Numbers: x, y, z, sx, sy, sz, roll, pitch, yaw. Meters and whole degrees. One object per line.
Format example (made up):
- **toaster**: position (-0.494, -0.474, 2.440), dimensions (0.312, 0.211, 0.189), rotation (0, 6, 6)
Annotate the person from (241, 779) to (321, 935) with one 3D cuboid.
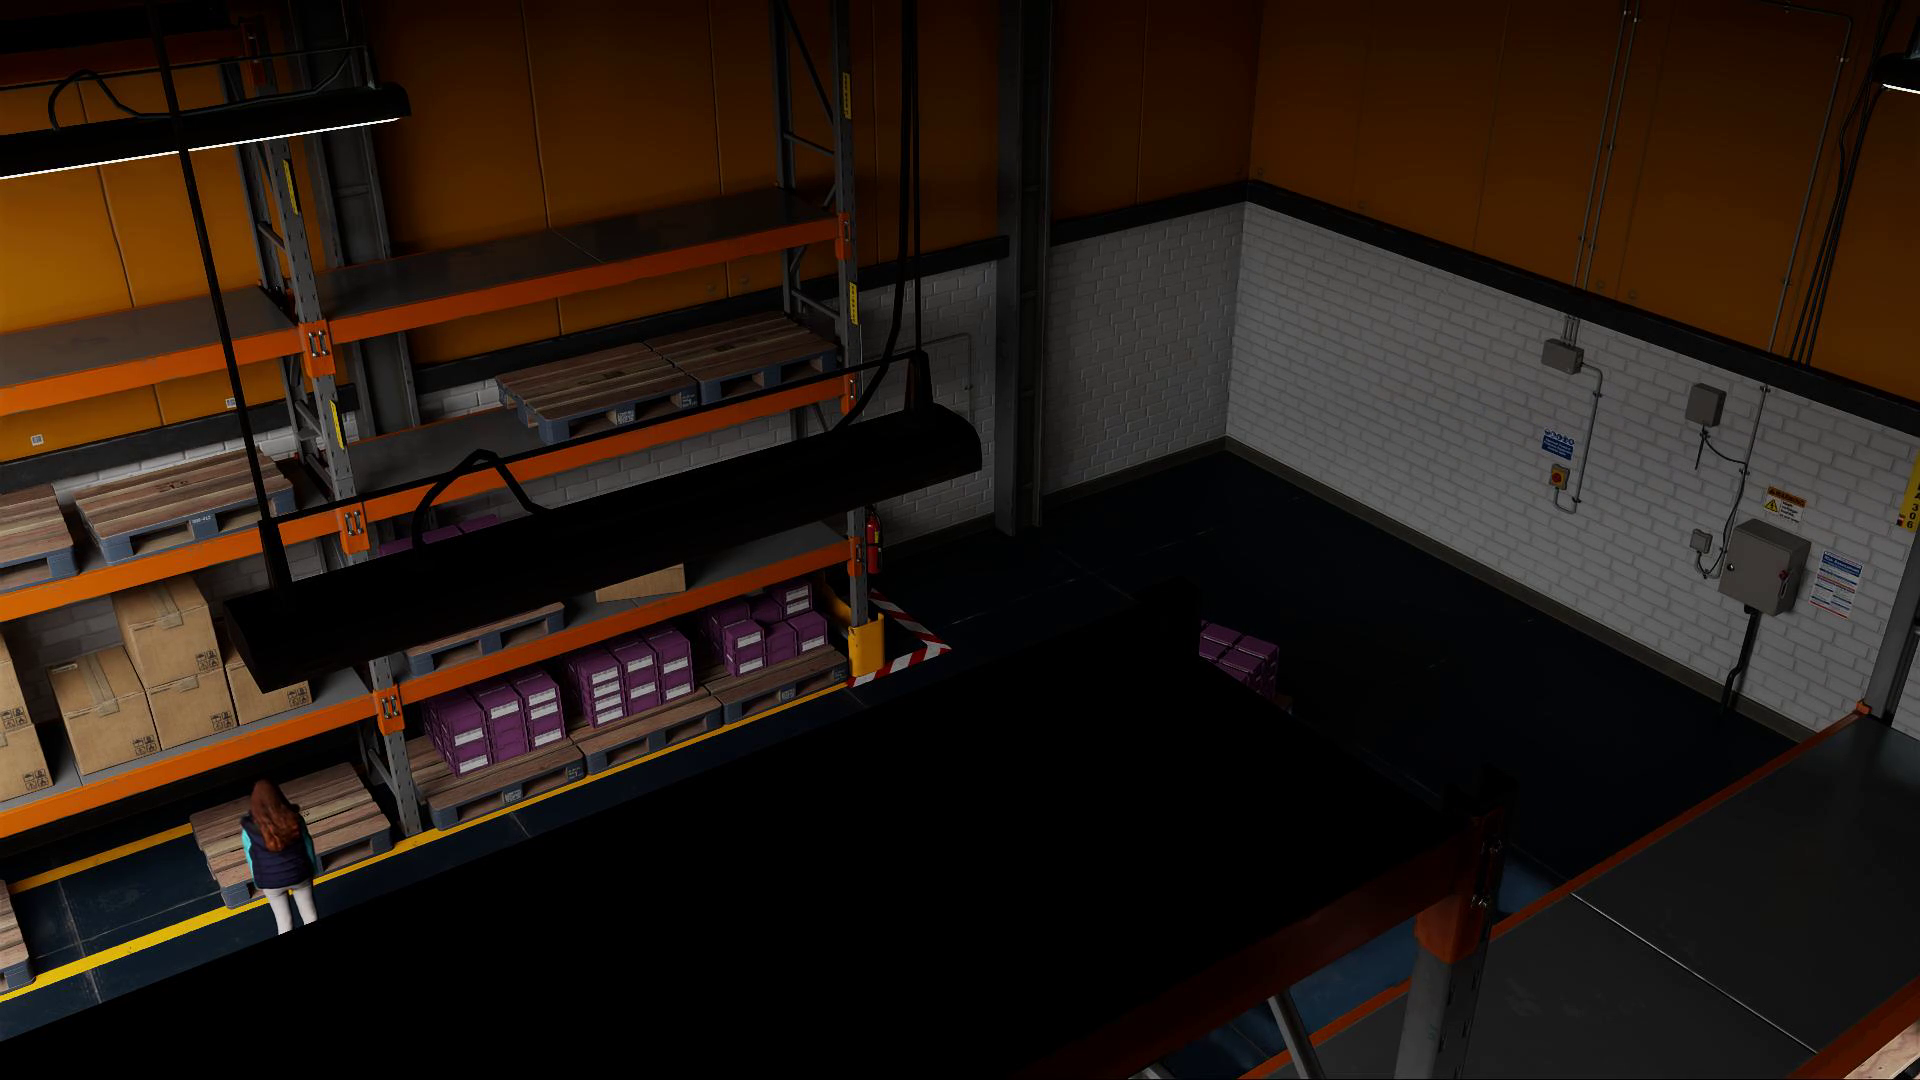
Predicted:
- **person**: position (-4.465, 2.213, 11.009), dimensions (0.571, 1.500, 0.677), rotation (-12, 31, -21)
